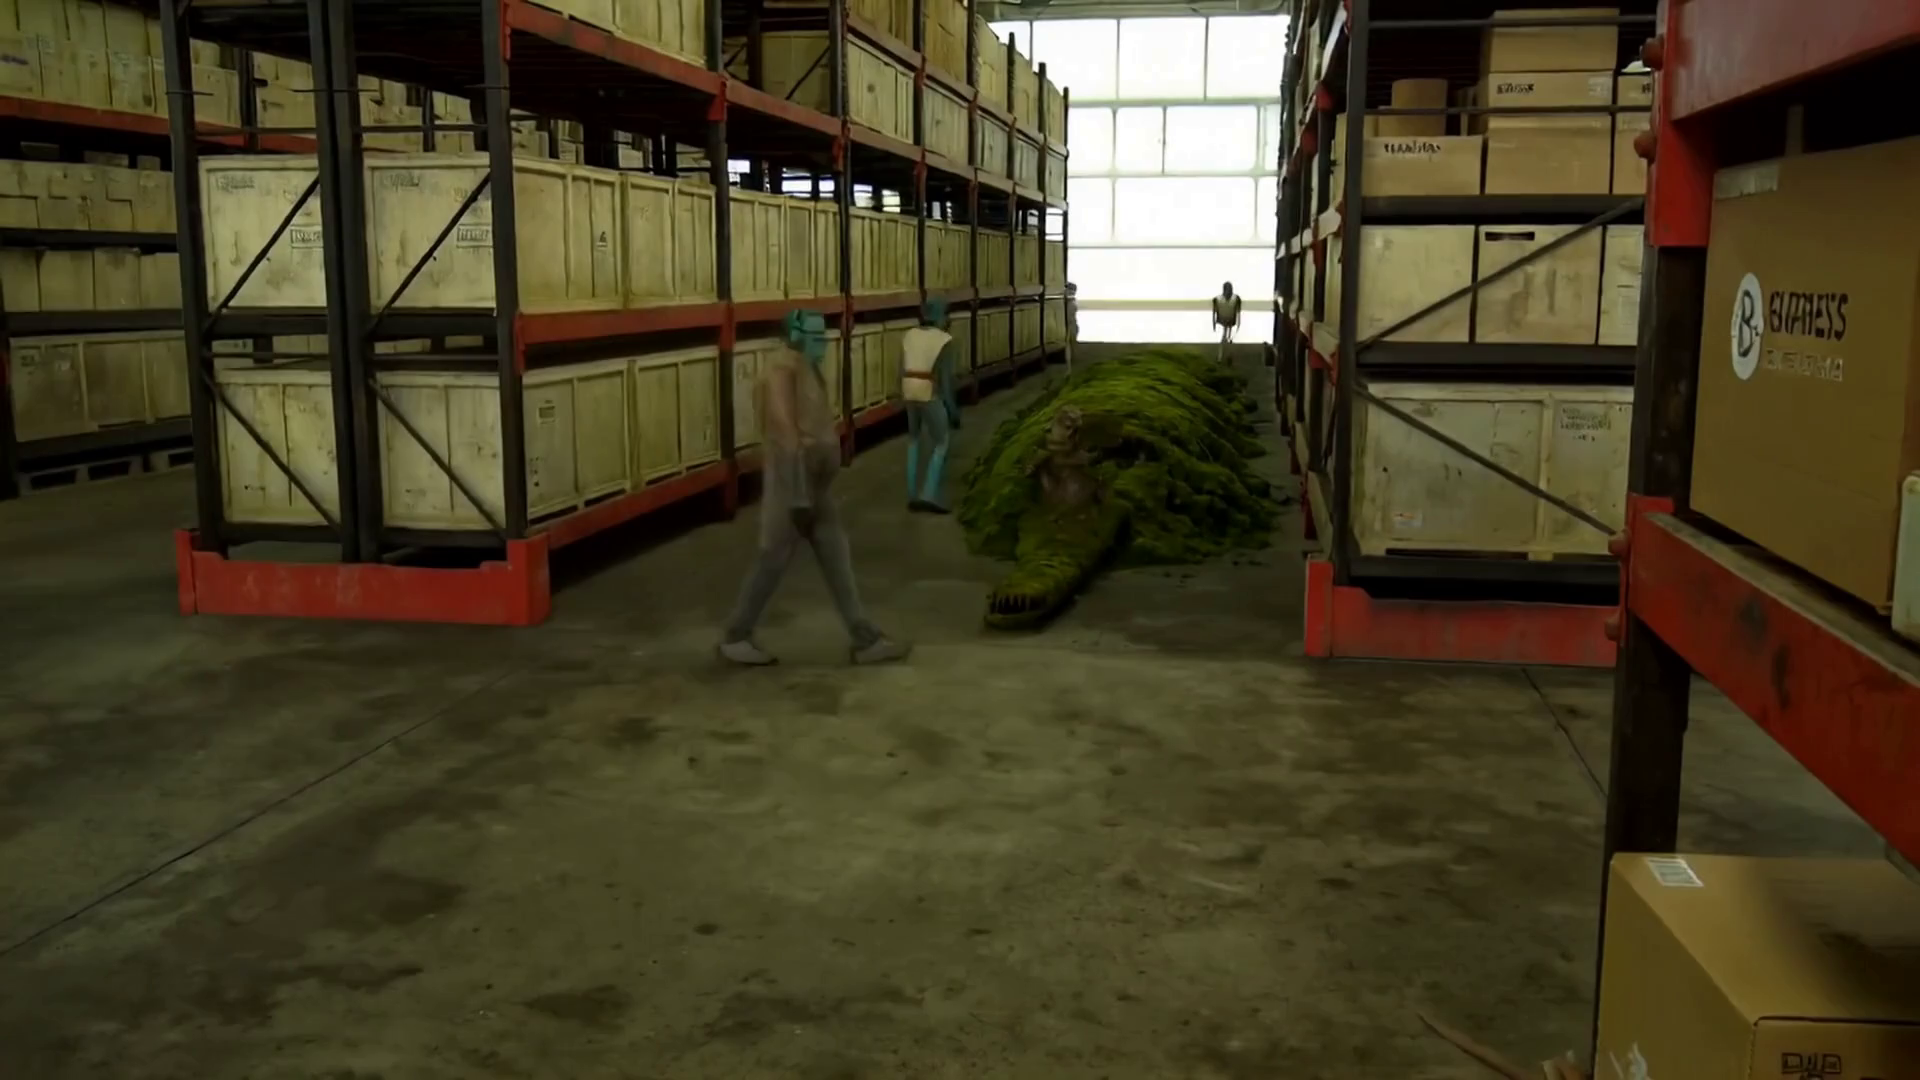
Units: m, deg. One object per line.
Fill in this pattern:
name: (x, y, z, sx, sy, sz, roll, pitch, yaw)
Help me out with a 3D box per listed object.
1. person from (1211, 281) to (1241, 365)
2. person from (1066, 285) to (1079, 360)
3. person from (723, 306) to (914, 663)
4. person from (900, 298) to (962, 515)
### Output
person: (5.751, -4.679, 35.996, 0.619, 1.829, 0.440, 3, 10, 16)
person: (2.563, -4.959, 37.992, 0.377, 1.726, 0.505, 1, 9, 6)
person: (-0.790, -0.261, 8.493, 1.016, 1.854, 0.665, 2, 9, 14)
person: (-0.273, -1.116, 13.943, 0.385, 1.809, 0.678, -8, 12, -41)
